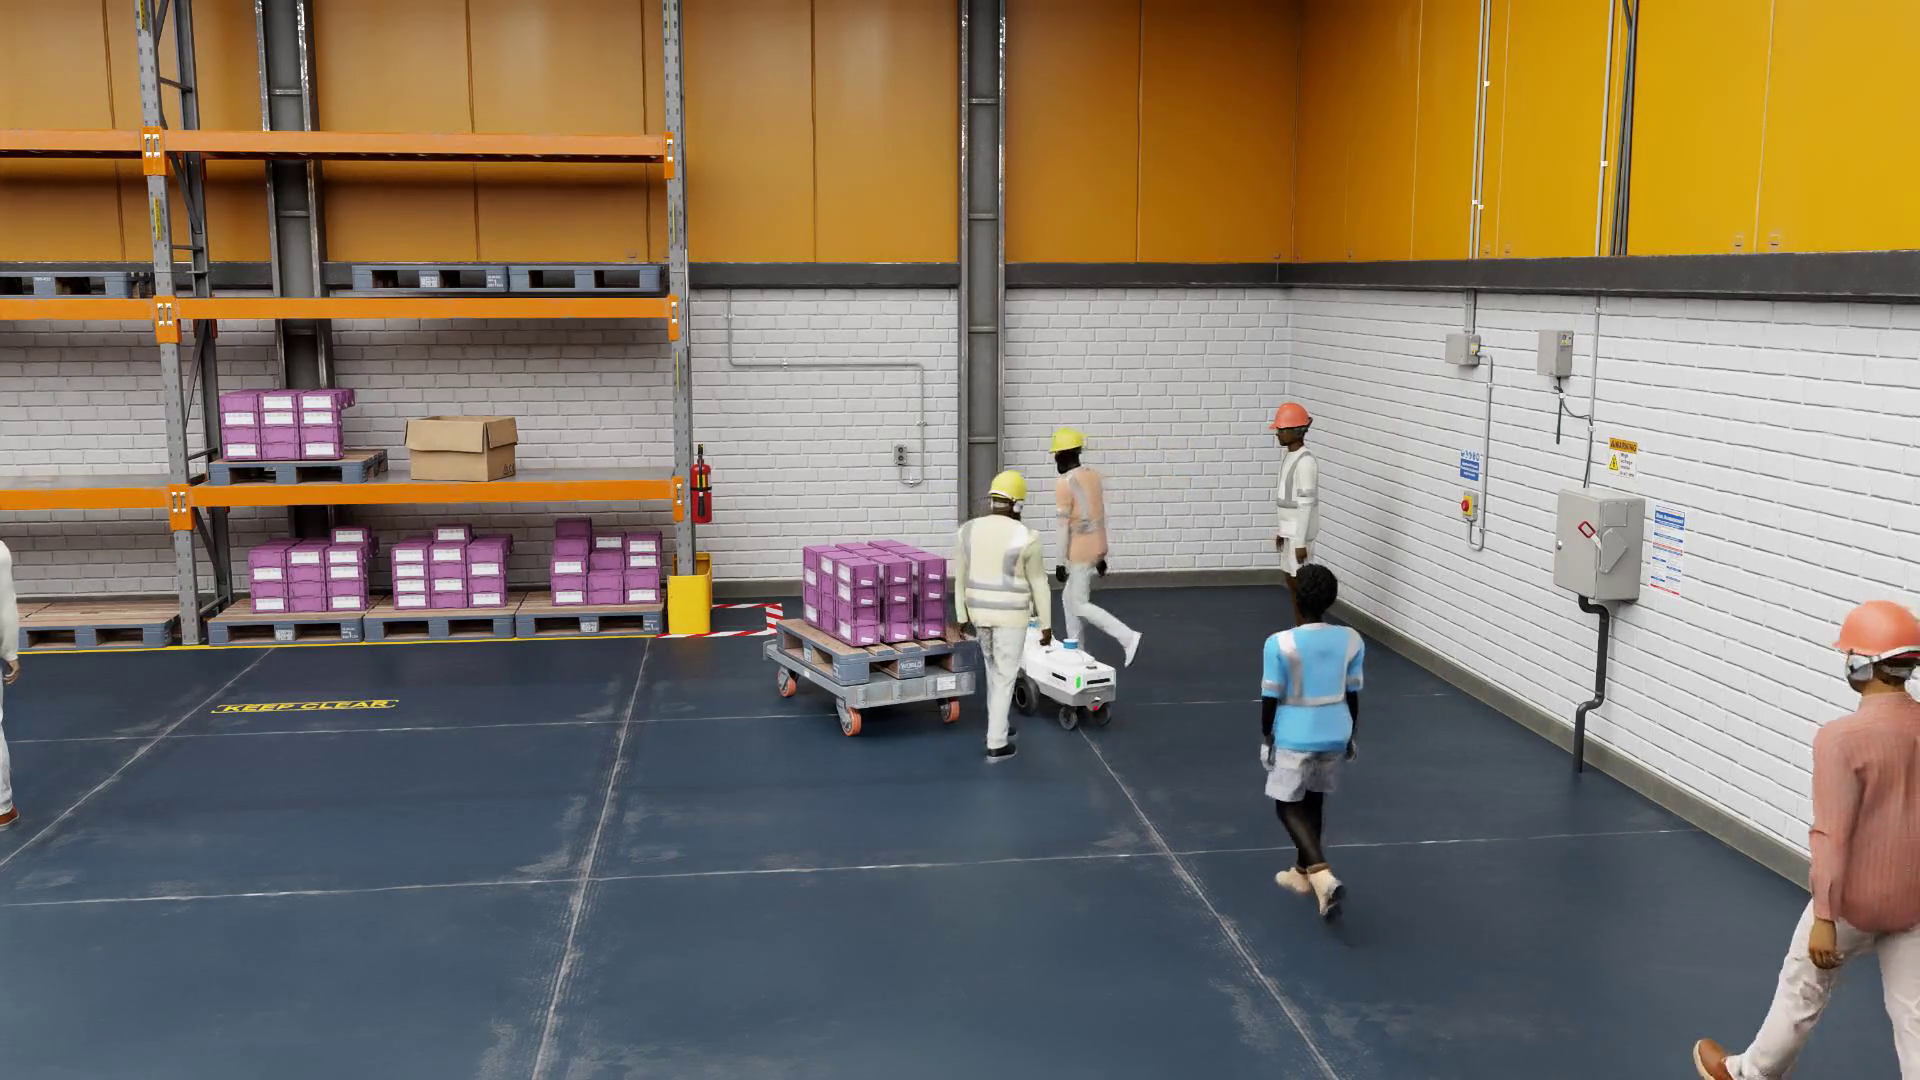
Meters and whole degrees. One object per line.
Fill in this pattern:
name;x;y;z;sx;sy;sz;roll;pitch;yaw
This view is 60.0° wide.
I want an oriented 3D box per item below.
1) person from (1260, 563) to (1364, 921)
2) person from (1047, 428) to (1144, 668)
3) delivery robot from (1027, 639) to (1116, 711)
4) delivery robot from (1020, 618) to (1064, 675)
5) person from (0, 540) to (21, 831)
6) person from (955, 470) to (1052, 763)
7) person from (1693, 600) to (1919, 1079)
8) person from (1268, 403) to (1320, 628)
person;1.678;0.950;7.839;0.539;1.676;0.695;-3;10;-18
person;1.006;0.087;12.596;0.761;1.878;0.574;4;10;26
delivery robot;0.750;0.912;11.261;0.477;0.478;0.707;-5;10;-28
delivery robot;0.524;0.801;11.953;0.477;0.478;0.707;-3;10;-17
person;-5.400;0.641;8.939;0.635;1.939;0.366;-6;11;-31
person;0.321;0.459;10.453;0.617;1.807;0.639;6;11;34
person;3.027;1.160;5.661;0.665;1.942;0.987;-3;9;-16
person;2.610;-0.063;13.067;0.423;2.035;0.605;0;9;0
